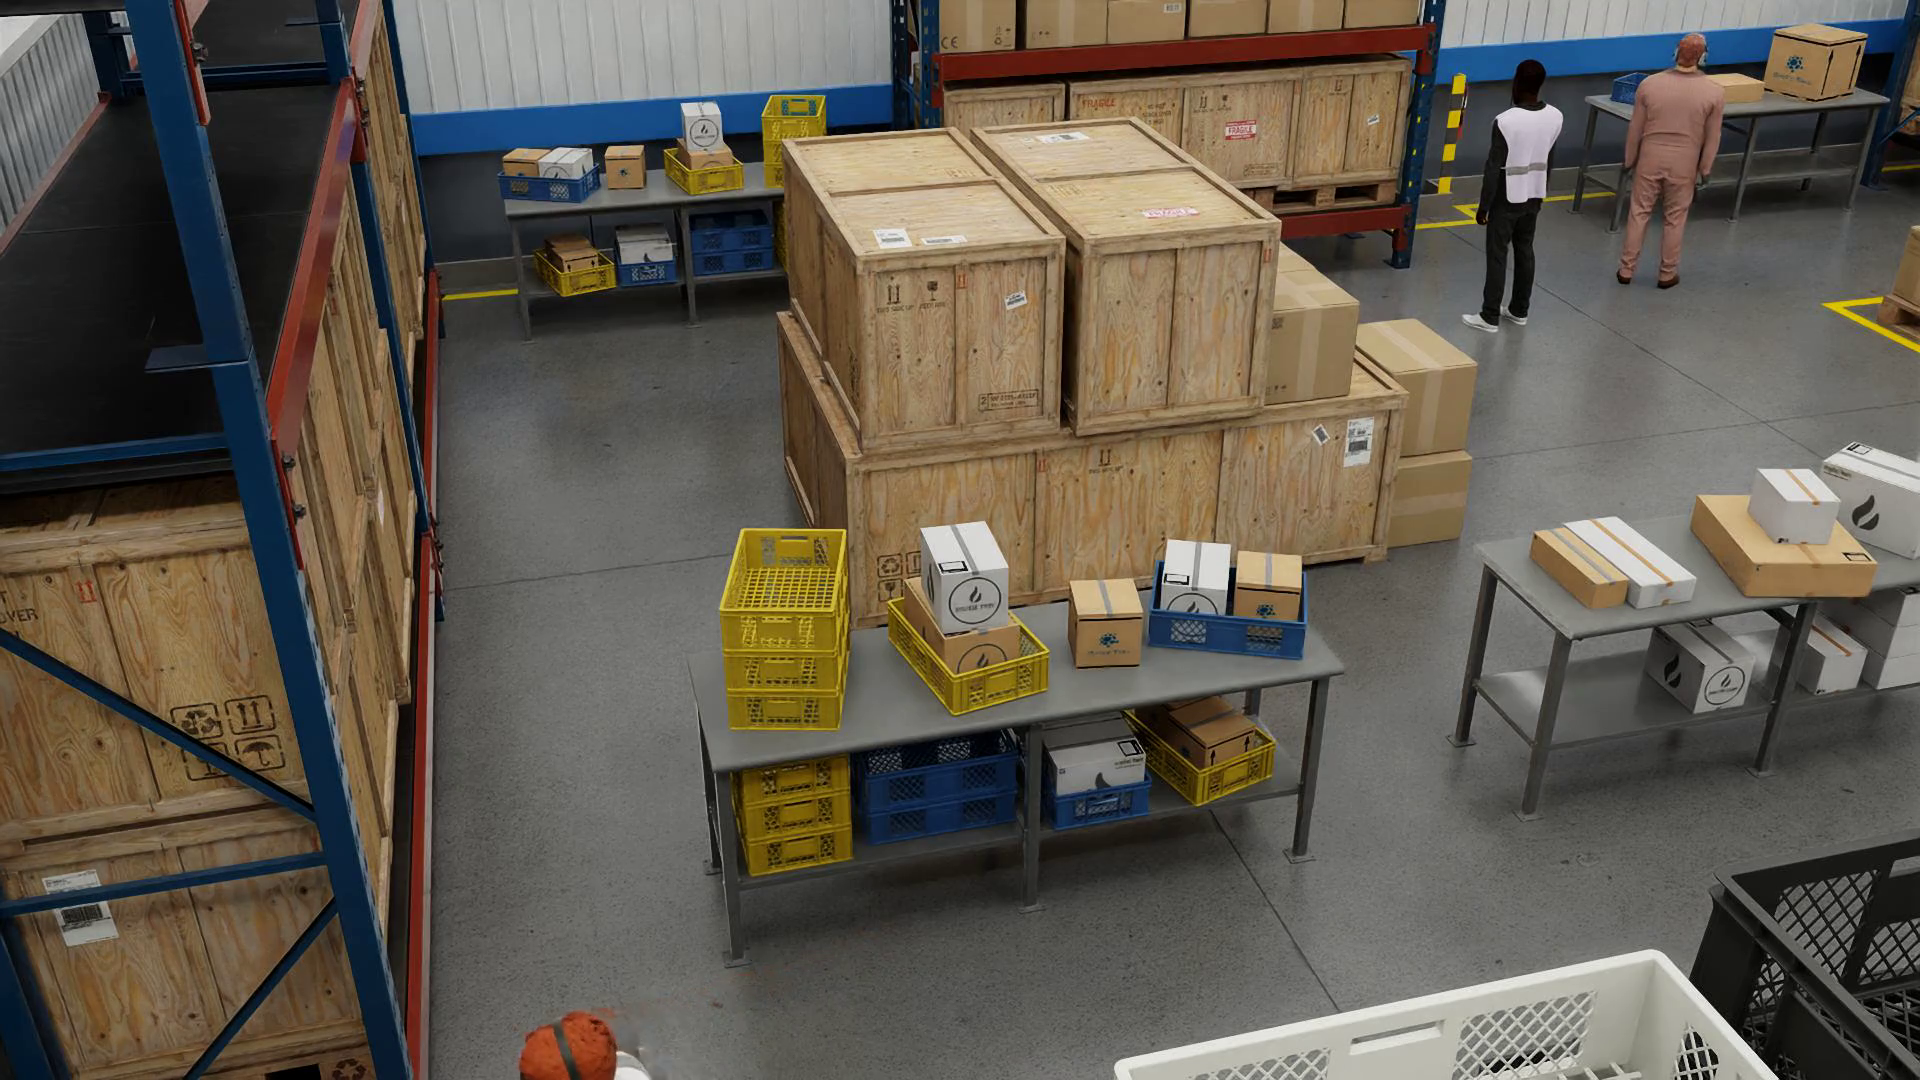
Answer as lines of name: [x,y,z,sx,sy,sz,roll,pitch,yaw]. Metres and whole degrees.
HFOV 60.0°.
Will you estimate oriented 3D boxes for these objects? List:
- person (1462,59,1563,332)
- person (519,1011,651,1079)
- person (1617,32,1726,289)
person: [3.951,-2.431,11.821,0.584,1.910,0.387,-14,32,-24]
person: [-0.717,1.845,4.153,1.045,1.829,0.557,-11,31,-19]
person: [5.368,-2.865,12.605,0.652,1.906,0.402,13,32,23]
